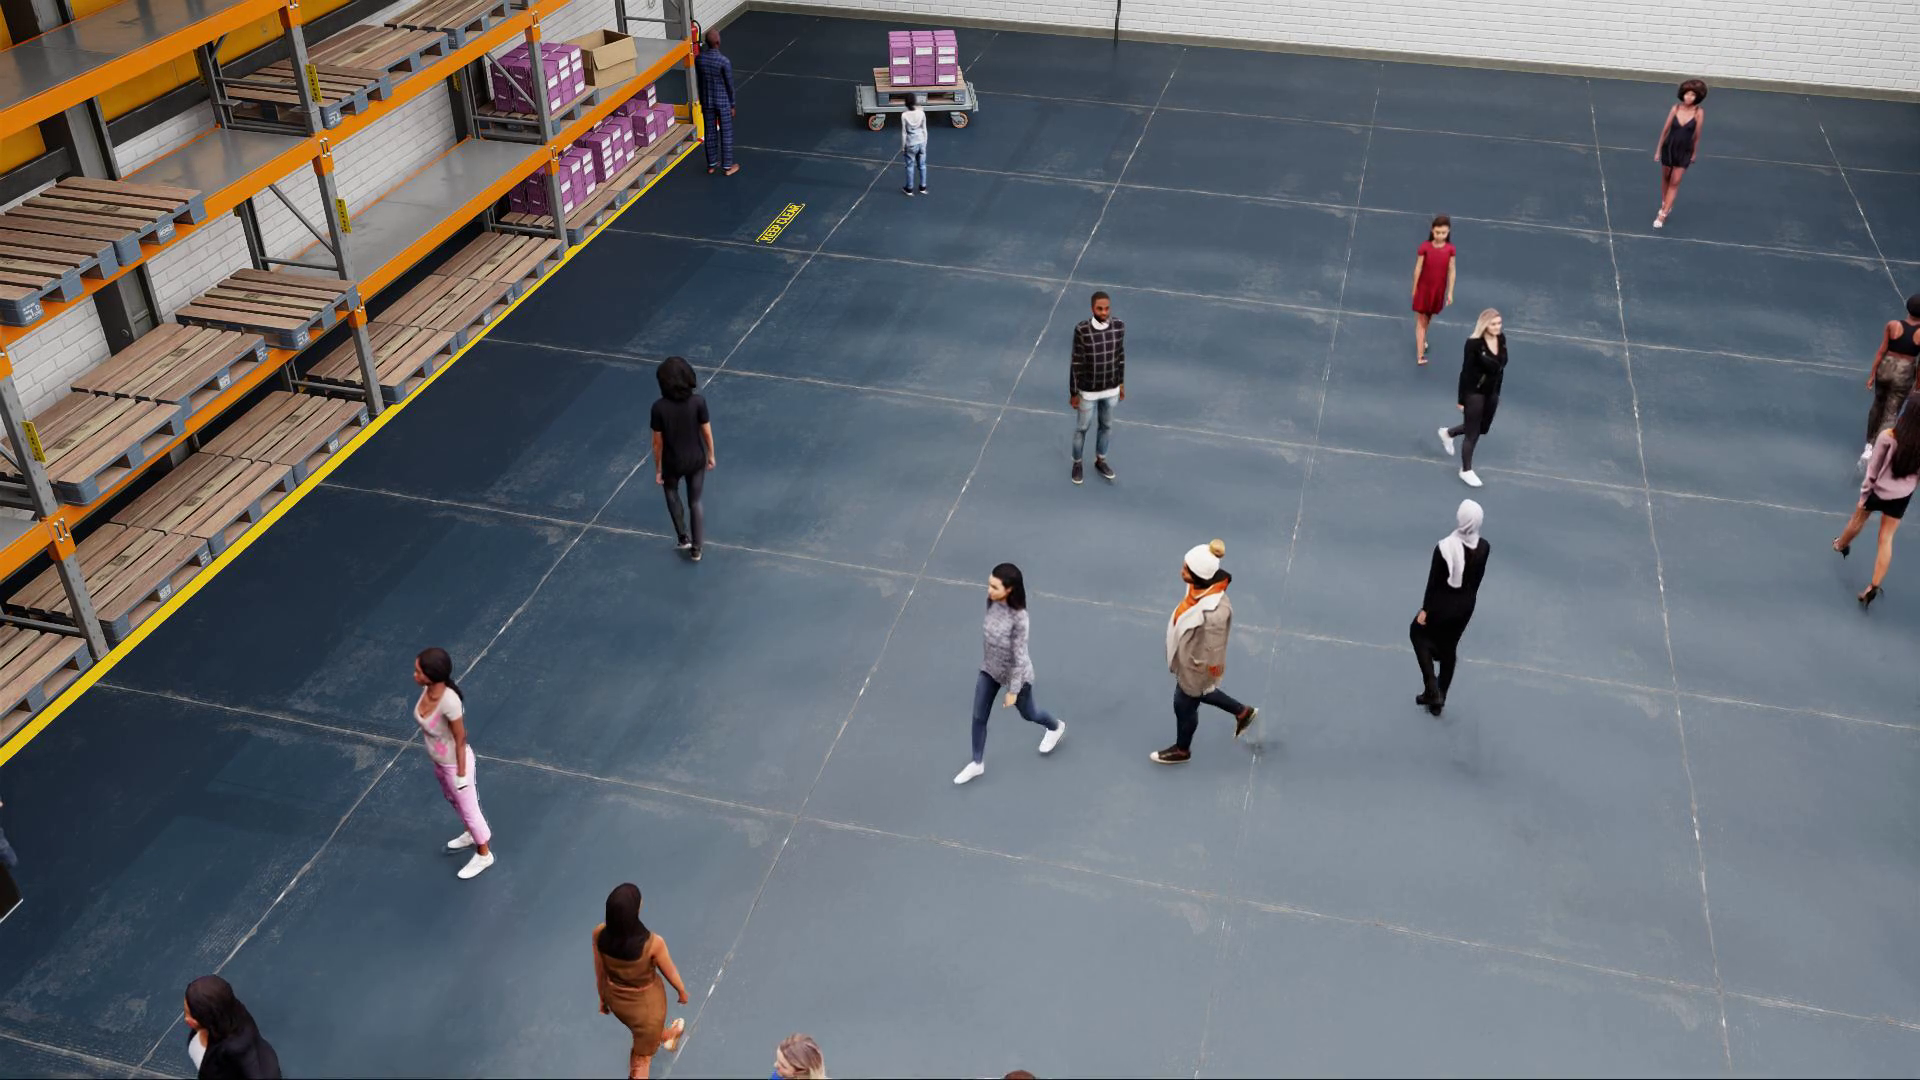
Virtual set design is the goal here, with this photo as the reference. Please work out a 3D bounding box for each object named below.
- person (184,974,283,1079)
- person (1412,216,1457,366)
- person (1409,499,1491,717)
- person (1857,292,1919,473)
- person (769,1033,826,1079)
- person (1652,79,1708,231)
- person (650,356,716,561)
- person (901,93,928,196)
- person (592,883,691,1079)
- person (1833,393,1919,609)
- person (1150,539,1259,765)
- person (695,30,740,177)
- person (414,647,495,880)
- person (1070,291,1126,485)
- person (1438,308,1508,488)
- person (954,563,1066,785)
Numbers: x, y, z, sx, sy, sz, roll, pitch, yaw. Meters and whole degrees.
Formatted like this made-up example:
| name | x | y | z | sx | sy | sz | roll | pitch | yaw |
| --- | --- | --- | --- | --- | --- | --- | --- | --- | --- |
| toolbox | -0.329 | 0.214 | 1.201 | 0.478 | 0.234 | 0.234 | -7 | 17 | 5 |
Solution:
| name | x | y | z | sx | sy | sz | roll | pitch | yaw |
| --- | --- | --- | --- | --- | --- | --- | --- | --- | --- |
| person | -3.632 | 2.788 | 8.648 | 0.968 | 1.604 | 0.869 | -28 | 43 | -35 |
| person | 4.758 | -2.569 | 16.797 | 0.682 | 1.504 | 1.082 | 1 | 34 | 2 |
| person | 3.528 | 0.559 | 11.855 | 0.760 | 1.767 | 0.798 | -8 | 34 | -12 |
| person | 8.341 | -1.397 | 14.882 | 0.863 | 1.673 | 1.162 | 23 | 40 | 31 |
| person | -0.691 | 3.016 | 8.249 | 0.983 | 1.665 | 1.144 | -5 | 34 | -7 |
| person | 8.443 | -4.553 | 19.566 | 0.821 | 1.744 | 1.174 | 20 | 38 | 27 |
| person | -2.250 | -0.617 | 13.573 | 0.790 | 1.823 | 0.814 | -10 | 35 | -15 |
| person | -0.567 | -4.895 | 20.517 | 0.562 | 1.260 | 0.604 | -9 | 35 | -13 |
| person | -1.762 | 2.574 | 8.940 | 0.585 | 1.636 | 1.060 | 9 | 35 | 13 |
| person | 7.345 | -0.274 | 13.116 | 0.776 | 1.757 | 1.152 | 3 | 34 | 5 |
| person | 1.757 | 0.771 | 11.440 | 0.982 | 1.873 | 1.065 | -3 | 34 | -4 |
| person | -3.071 | -5.511 | 20.941 | 0.632 | 1.817 | 0.576 | 9 | 35 | 13 |
| person | -3.230 | 1.397 | 10.616 | 0.735 | 1.742 | 0.700 | -25 | 41 | -32 |
| person | 1.212 | -1.373 | 14.713 | 0.747 | 1.819 | 0.742 | -10 | 35 | -14 |
| person | 4.545 | -1.311 | 14.758 | 0.912 | 1.667 | 0.985 | -16 | 37 | -22 |
| person | 0.391 | 0.890 | 11.416 | 1.199 | 1.701 | 1.014 | -26 | 41 | -33 |
